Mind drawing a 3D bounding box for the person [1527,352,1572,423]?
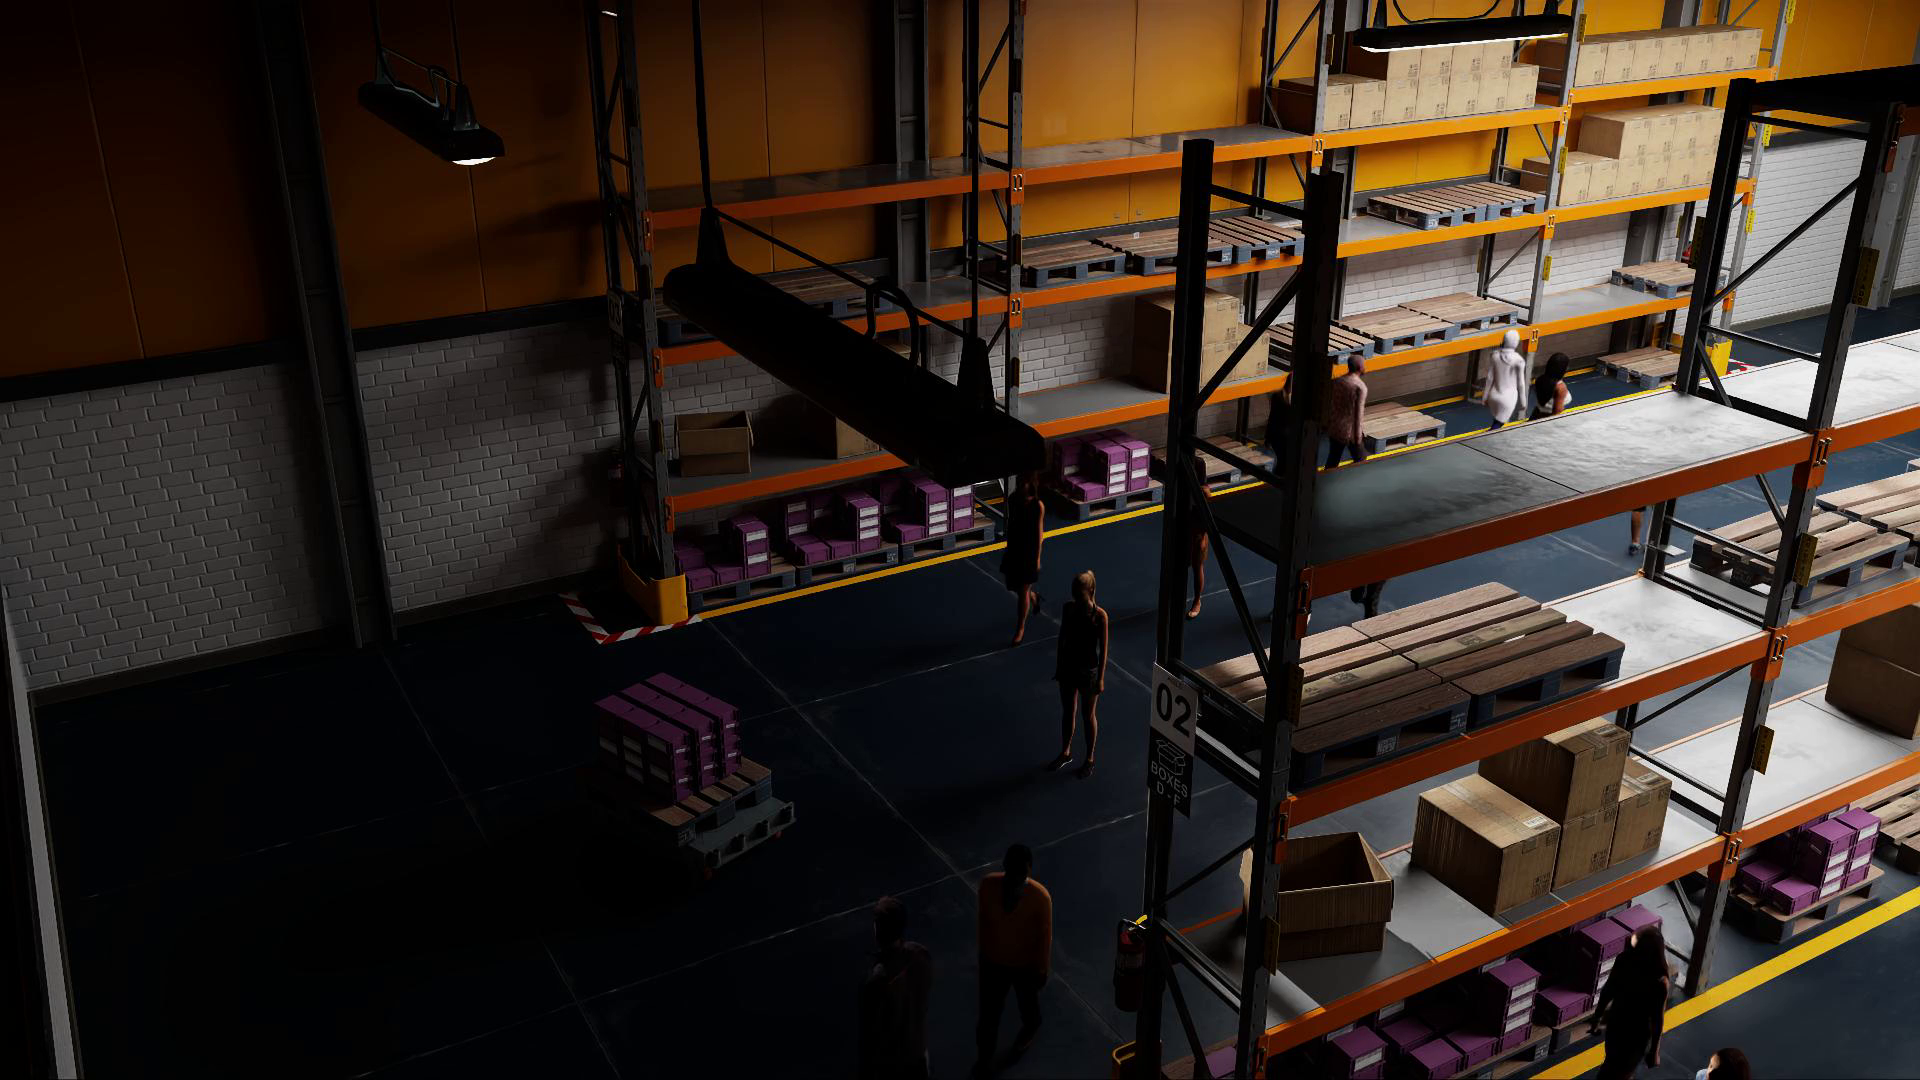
[{"bbox_3d":[6.698,-1.284,19.266,1.154,1.771,0.658,-12,26,-25],"label":"person"}]

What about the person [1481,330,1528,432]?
[{"bbox_3d":[6.508,-1.638,20.126,1.144,1.732,0.710,-17,29,-34],"label":"person"}]

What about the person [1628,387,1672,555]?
[{"bbox_3d":[7.438,-0.708,17.858,0.804,1.844,0.892,13,27,27],"label":"person"}]

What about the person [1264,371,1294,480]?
[{"bbox_3d":[3.662,-1.095,18.946,0.764,1.681,0.834,17,29,34],"label":"person"}]

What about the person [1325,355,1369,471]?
[{"bbox_3d":[4.387,-1.238,19.148,0.937,1.781,0.712,-13,27,-27],"label":"person"}]

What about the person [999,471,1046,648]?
[{"bbox_3d":[0.663,0.142,15.942,0.787,1.822,0.912,15,28,31],"label":"person"}]

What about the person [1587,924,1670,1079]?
[{"bbox_3d":[4.060,2.919,9.931,0.659,1.548,0.612,-9,25,-20],"label":"person"}]

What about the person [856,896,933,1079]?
[{"bbox_3d":[-0.285,2.939,9.451,1.109,1.894,1.266,16,28,33],"label":"person"}]

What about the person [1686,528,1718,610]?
[{"bbox_3d":[7.133,0.486,15.864,0.596,1.252,0.631,18,29,35],"label":"person"}]

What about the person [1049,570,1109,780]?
[{"bbox_3d":[1.000,1.069,13.784,0.692,1.851,0.691,14,27,29],"label":"person"}]

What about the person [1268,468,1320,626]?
[{"bbox_3d":[3.349,0.028,16.372,0.738,1.686,0.737,17,29,34],"label":"person"}]

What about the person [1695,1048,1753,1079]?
[{"bbox_3d":[4.120,3.347,9.053,0.682,1.466,0.667,-6,24,-13],"label":"person"}]

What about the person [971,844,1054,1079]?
[{"bbox_3d":[0.364,2.614,10.434,1.126,1.704,1.246,9,25,21],"label":"person"}]
